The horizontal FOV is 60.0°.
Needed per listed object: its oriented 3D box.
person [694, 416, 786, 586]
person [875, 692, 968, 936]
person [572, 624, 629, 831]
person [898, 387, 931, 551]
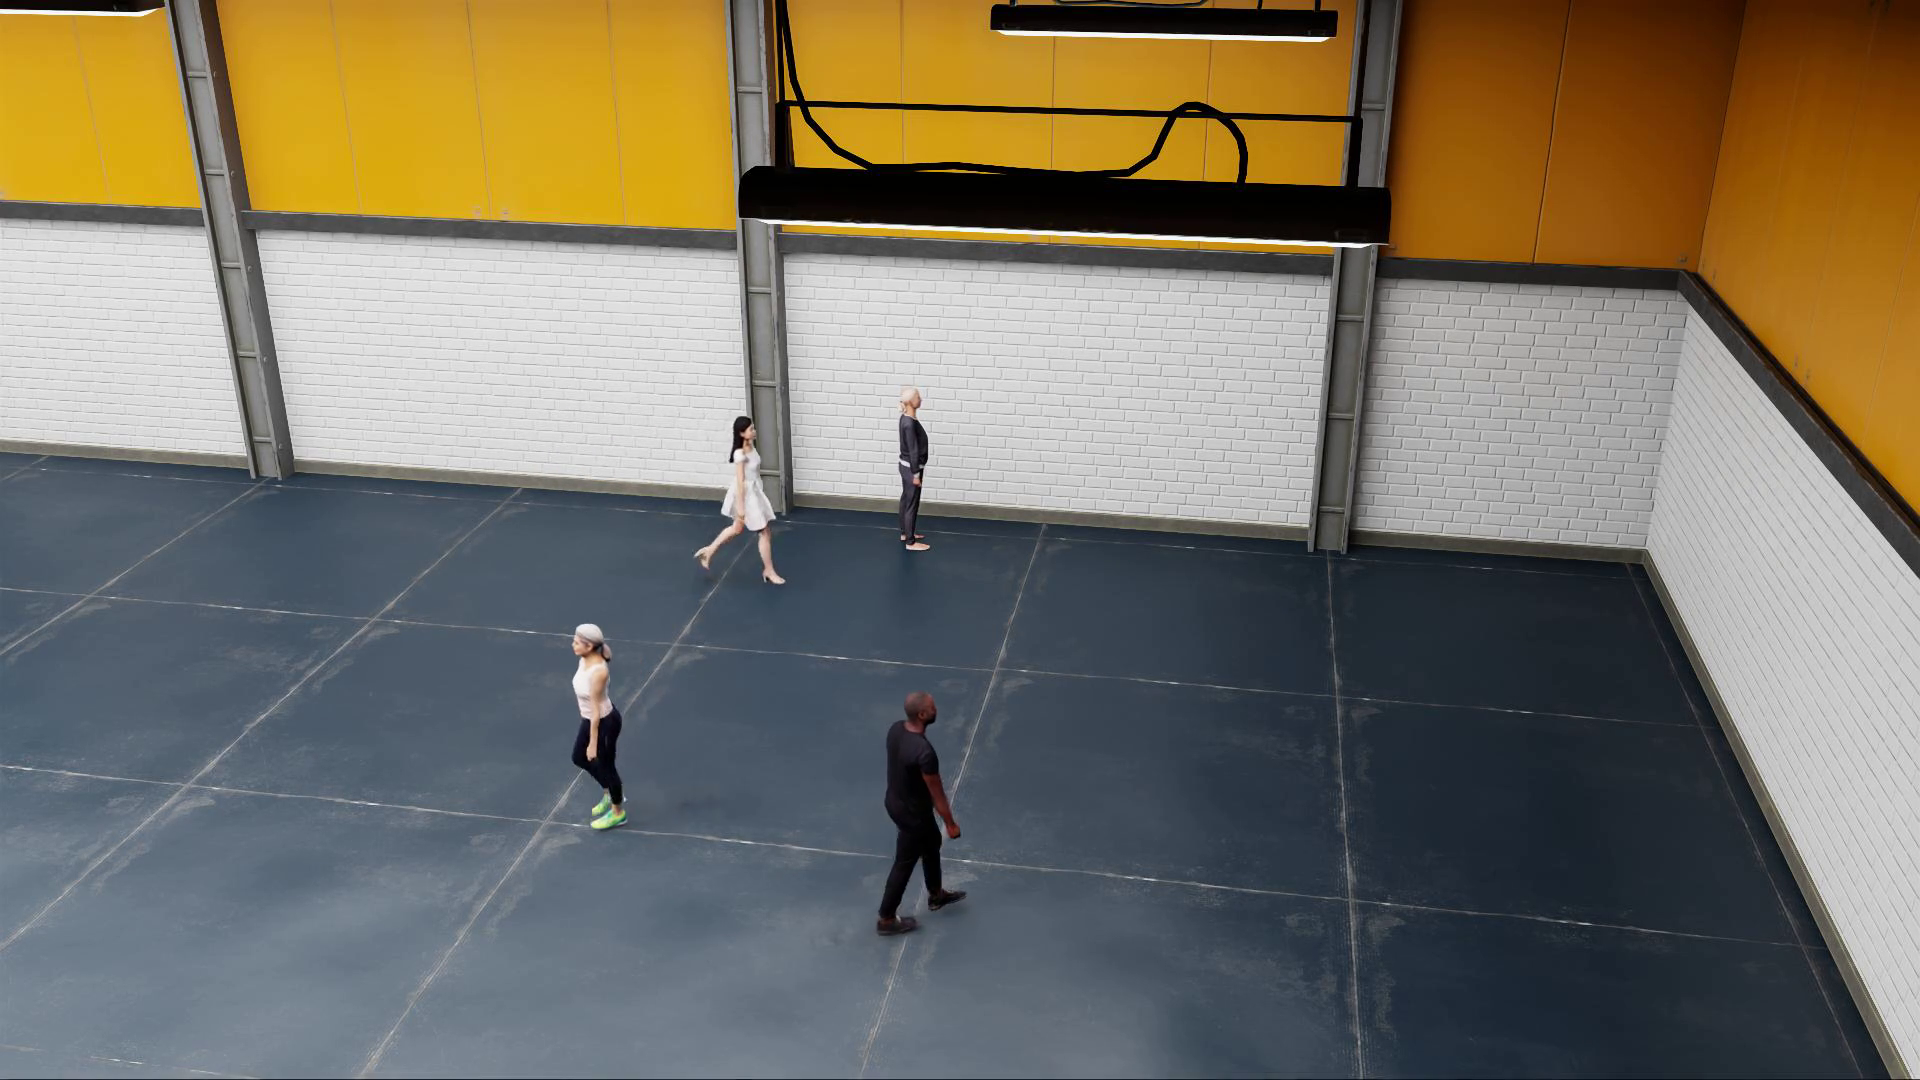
[{"bbox_3d":[-2.152,-0.358,16.209,1.137,1.744,0.648,2,24,4],"label":"person"},{"bbox_3d":[-0.403,1.855,11.086,1.076,1.792,0.945,-8,25,-17],"label":"person"},{"bbox_3d":[-2.568,1.374,12.310,0.756,1.692,0.712,-11,26,-23],"label":"person"},{"bbox_3d":[-0.507,-0.761,17.153,0.649,1.725,0.675,-5,24,-11],"label":"person"}]
